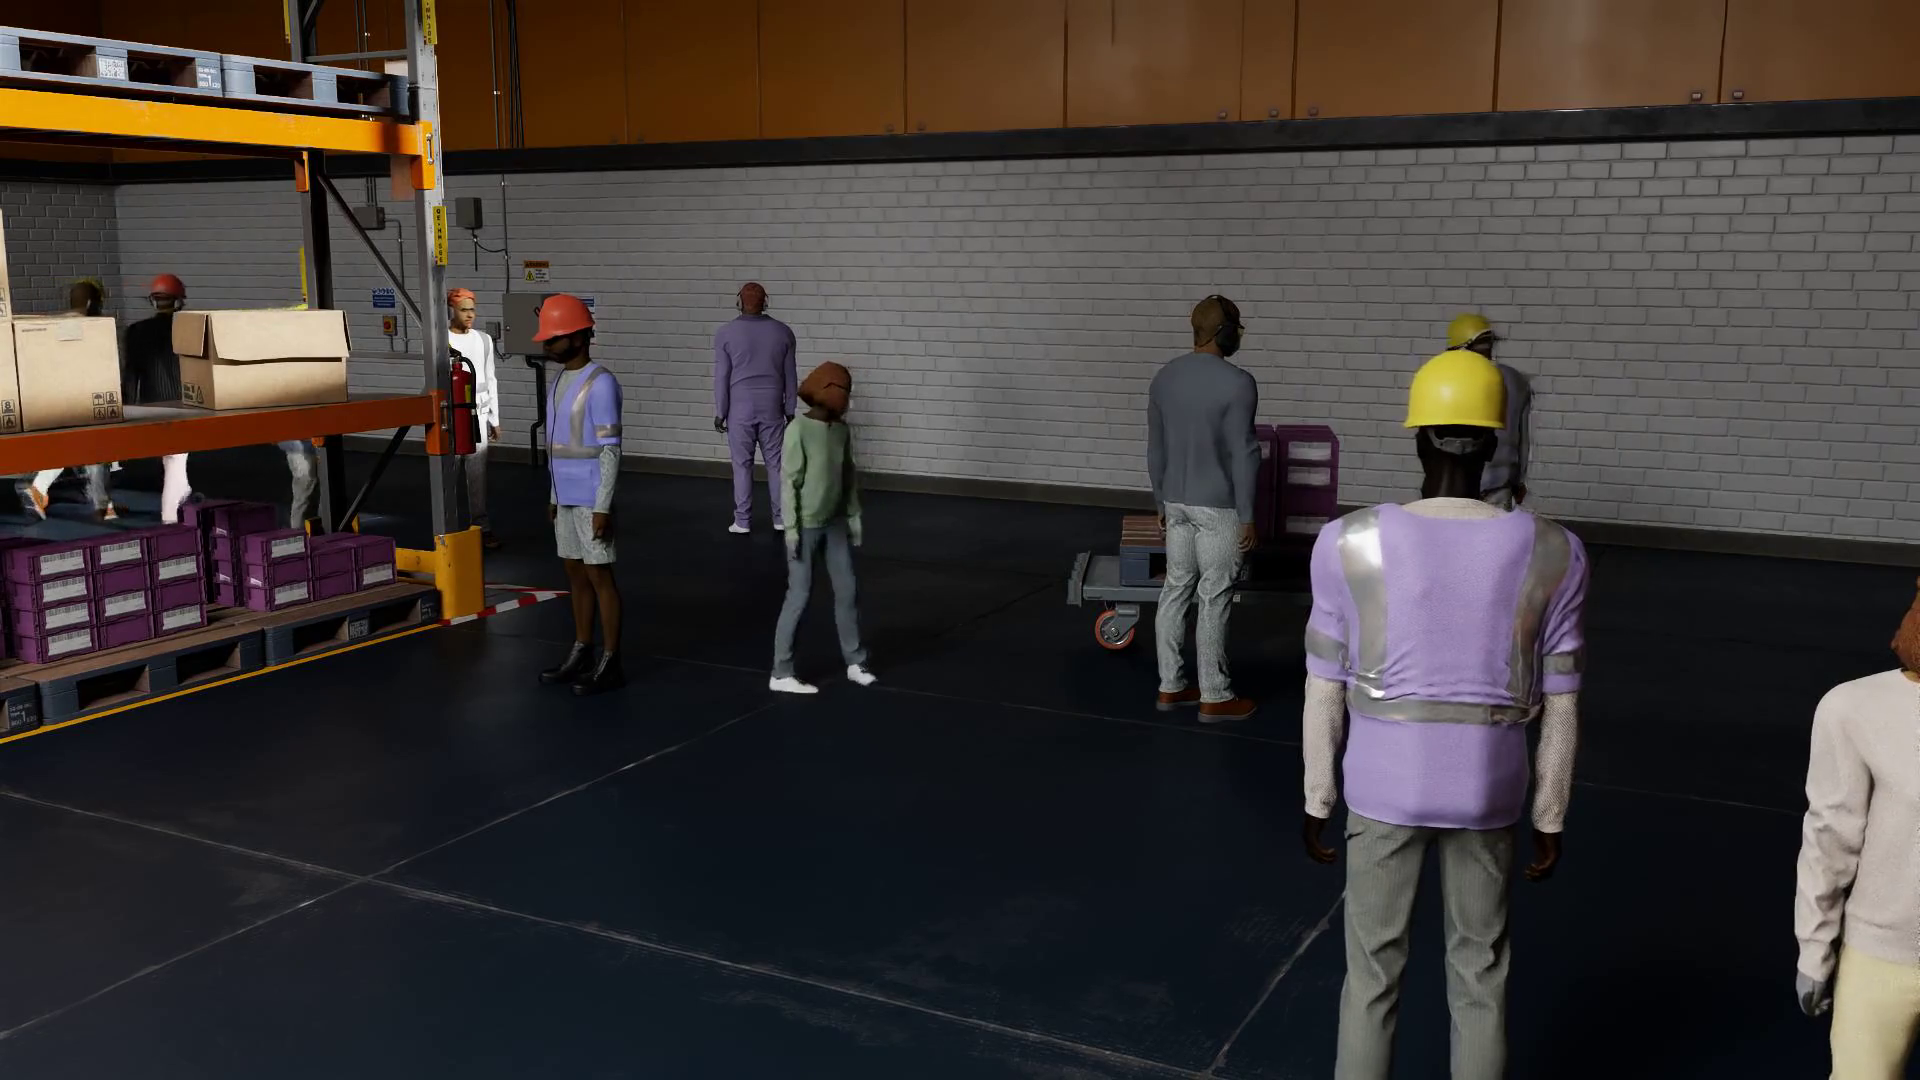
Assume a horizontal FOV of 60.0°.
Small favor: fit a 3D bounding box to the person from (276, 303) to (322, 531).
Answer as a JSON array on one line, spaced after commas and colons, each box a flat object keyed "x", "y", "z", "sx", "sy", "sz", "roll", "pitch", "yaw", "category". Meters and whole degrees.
[{"x": -4.167, "y": -0.630, "z": 10.814, "sx": 0.553, "sy": 1.801, "sz": 0.610, "roll": -5, "pitch": 11, "yaw": -27, "category": "person"}]

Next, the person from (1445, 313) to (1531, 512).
[{"x": 2.835, "y": -0.340, "z": 9.155, "sx": 0.707, "sy": 1.792, "sz": 0.474, "roll": -3, "pitch": 10, "yaw": -19, "category": "person"}]

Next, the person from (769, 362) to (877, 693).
[{"x": -0.639, "y": -0.053, "z": 8.052, "sx": 0.455, "sy": 1.614, "sz": 0.527, "roll": 6, "pitch": 12, "yaw": 32, "category": "person"}]

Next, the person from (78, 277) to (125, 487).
[{"x": -7.799, "y": -1.399, "z": 14.981, "sx": 0.443, "sy": 1.908, "sz": 0.591, "roll": 0, "pitch": 10, "yaw": -2, "category": "person"}]

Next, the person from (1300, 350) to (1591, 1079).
[{"x": 1.050, "y": 0.546, "z": 3.679, "sx": 0.589, "sy": 1.921, "sz": 0.394, "roll": 1, "pitch": 10, "yaw": 8, "category": "person"}]

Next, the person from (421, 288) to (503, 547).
[{"x": -3.552, "y": -0.854, "z": 11.896, "sx": 0.350, "sy": 1.879, "sz": 0.578, "roll": 8, "pitch": 12, "yaw": 38, "category": "person"}]

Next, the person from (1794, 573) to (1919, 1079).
[{"x": 1.819, "y": 0.793, "z": 3.090, "sx": 0.497, "sy": 1.624, "sz": 0.282, "roll": 4, "pitch": 10, "yaw": 19, "category": "person"}]

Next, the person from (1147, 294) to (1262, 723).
[{"x": 1.118, "y": -0.143, "z": 7.600, "sx": 0.354, "sy": 1.937, "sz": 0.635, "roll": -7, "pitch": 12, "yaw": -36, "category": "person"}]

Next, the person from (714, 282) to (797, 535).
[{"x": -1.555, "y": -0.990, "z": 12.598, "sx": 0.652, "sy": 1.906, "sz": 0.403, "roll": -4, "pitch": 11, "yaw": -22, "category": "person"}]

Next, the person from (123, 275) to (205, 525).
[{"x": -6.035, "y": -1.062, "z": 12.879, "sx": 0.659, "sy": 1.941, "sz": 1.003, "roll": 0, "pitch": 10, "yaw": -1, "category": "person"}]

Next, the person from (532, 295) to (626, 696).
[{"x": -1.846, "y": -0.212, "z": 8.030, "sx": 0.375, "sy": 1.927, "sz": 0.543, "roll": -8, "pitch": 13, "yaw": -40, "category": "person"}]

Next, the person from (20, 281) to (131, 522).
[{"x": -6.974, "y": -1.066, "z": 13.035, "sx": 0.655, "sy": 1.908, "sz": 0.768, "roll": 5, "pitch": 11, "yaw": 25, "category": "person"}]
